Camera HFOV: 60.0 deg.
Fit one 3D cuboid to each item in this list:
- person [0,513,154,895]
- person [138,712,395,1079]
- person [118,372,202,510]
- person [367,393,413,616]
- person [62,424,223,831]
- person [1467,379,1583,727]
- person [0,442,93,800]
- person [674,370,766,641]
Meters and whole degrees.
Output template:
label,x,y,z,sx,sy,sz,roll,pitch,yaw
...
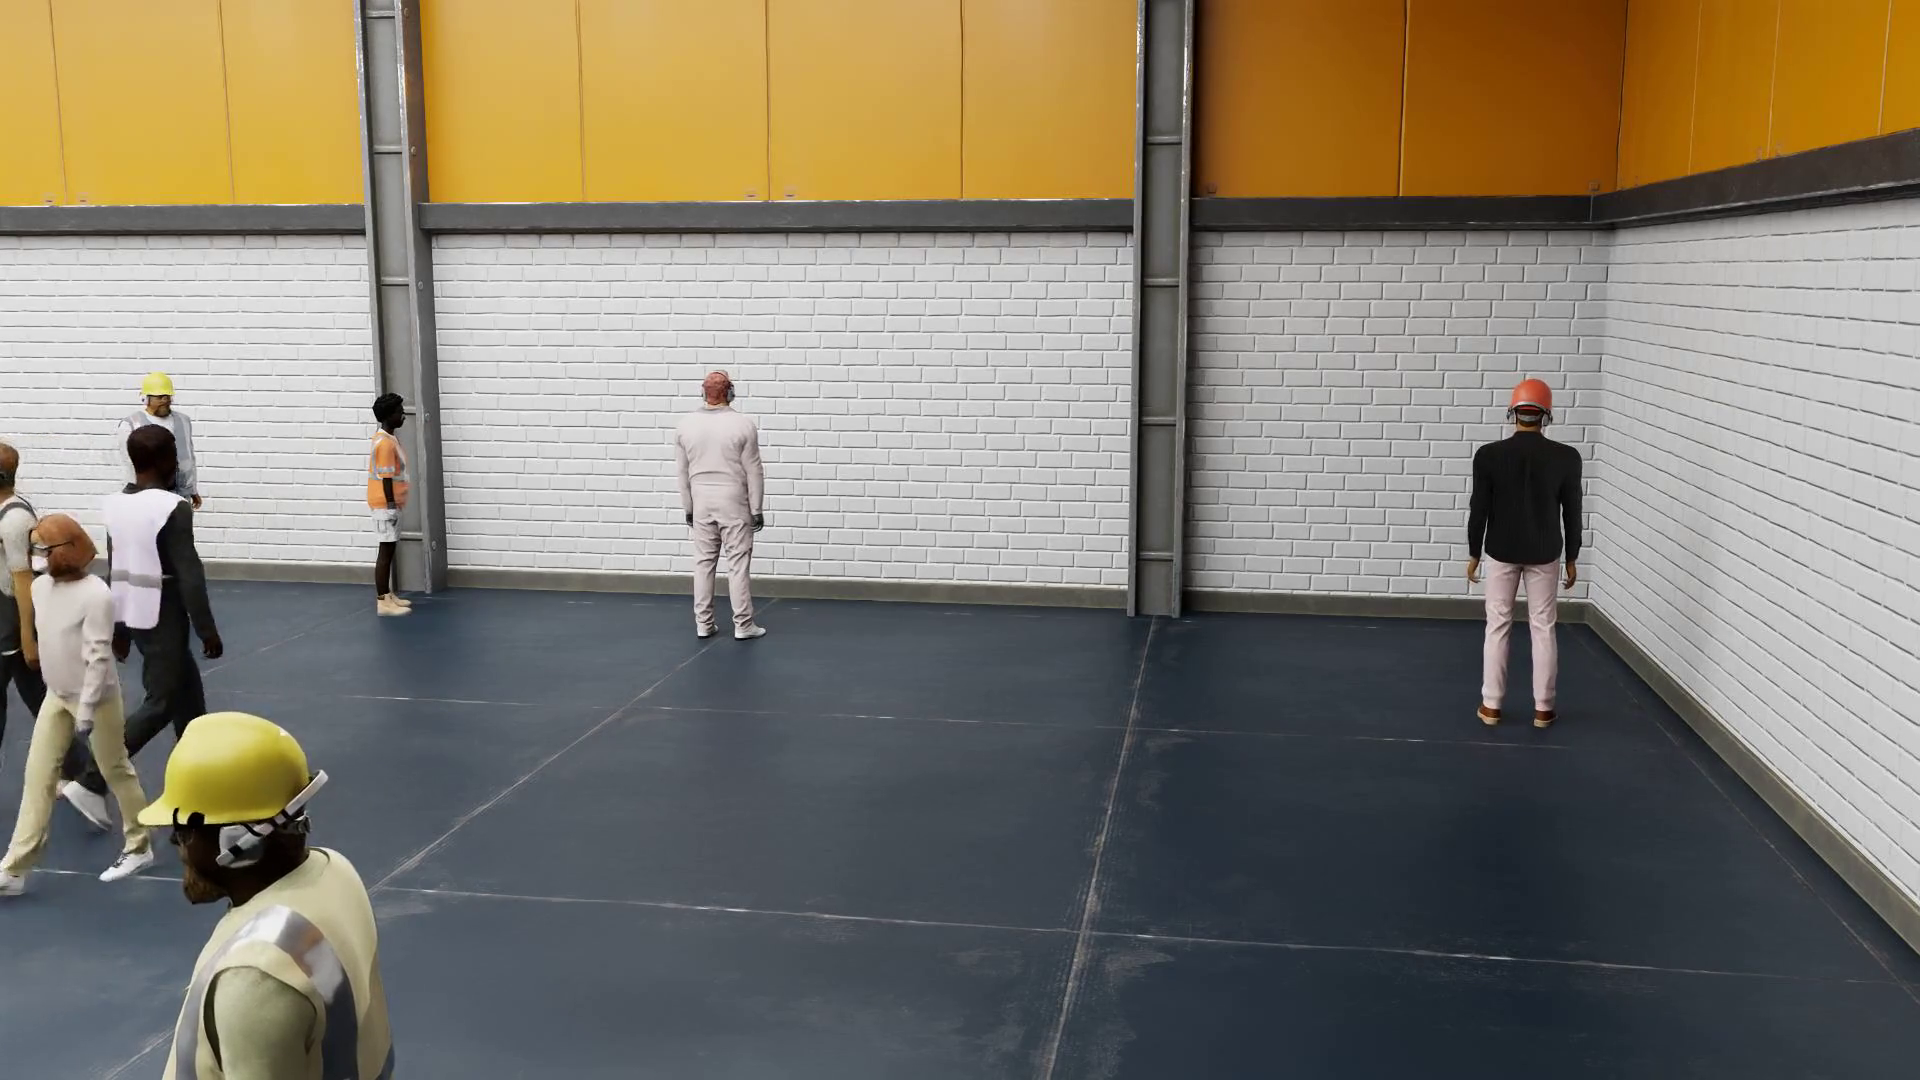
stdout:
label,x,y,z,sx,sy,sz,roll,pitch,yaw
person,-3.740,0.702,6.886,0.506,1.598,0.804,4,10,24
person,-1.254,1.205,3.082,0.403,1.825,0.593,-2,9,-10
person,-6.156,-0.385,12.867,0.404,1.828,0.603,6,11,33
person,-4.324,-0.268,12.599,0.321,1.690,0.529,-3,10,-18
person,-3.872,0.394,7.908,0.589,1.891,0.913,7,12,37
person,3.225,0.075,9.527,0.623,1.992,0.396,3,10,15
person,-4.604,0.421,7.999,0.797,1.815,0.542,-5,11,-29
person,-1.665,-0.240,11.734,0.660,1.908,0.406,3,10,16
